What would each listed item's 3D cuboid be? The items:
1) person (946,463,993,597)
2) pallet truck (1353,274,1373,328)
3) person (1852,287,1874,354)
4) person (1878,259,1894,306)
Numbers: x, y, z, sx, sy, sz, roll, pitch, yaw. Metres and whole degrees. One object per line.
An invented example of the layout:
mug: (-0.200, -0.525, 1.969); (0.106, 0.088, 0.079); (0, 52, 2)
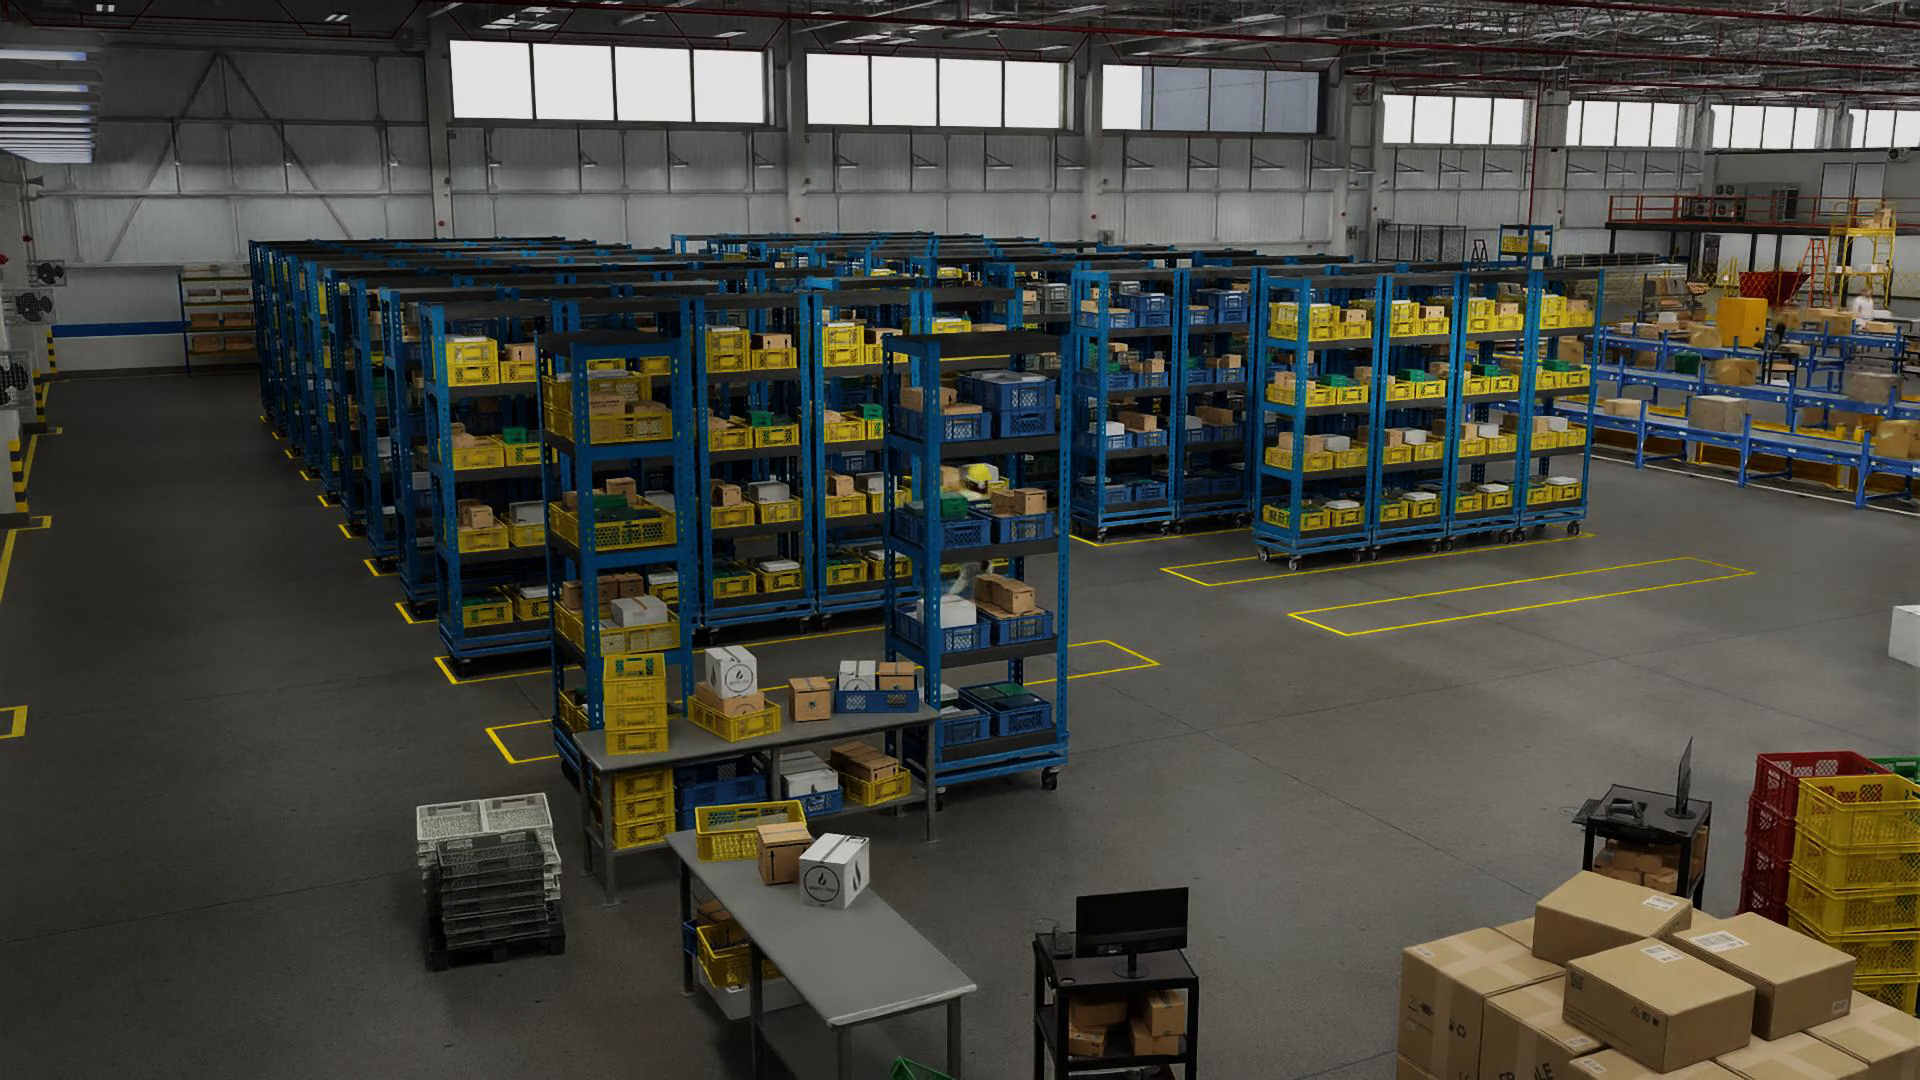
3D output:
person: (0.101, 0.082, 17.637); (0.721, 1.817, 0.593); (-10, 16, -39)
pallet truck: (13.011, -8.050, 55.243); (0.823, 1.965, 1.885); (-7, 14, -28)
person: (25.231, -6.114, 46.433); (0.643, 1.894, 0.424); (-5, 13, -23)
person: (36.148, -10.018, 64.866); (0.573, 1.831, 0.392); (-6, 14, -28)
